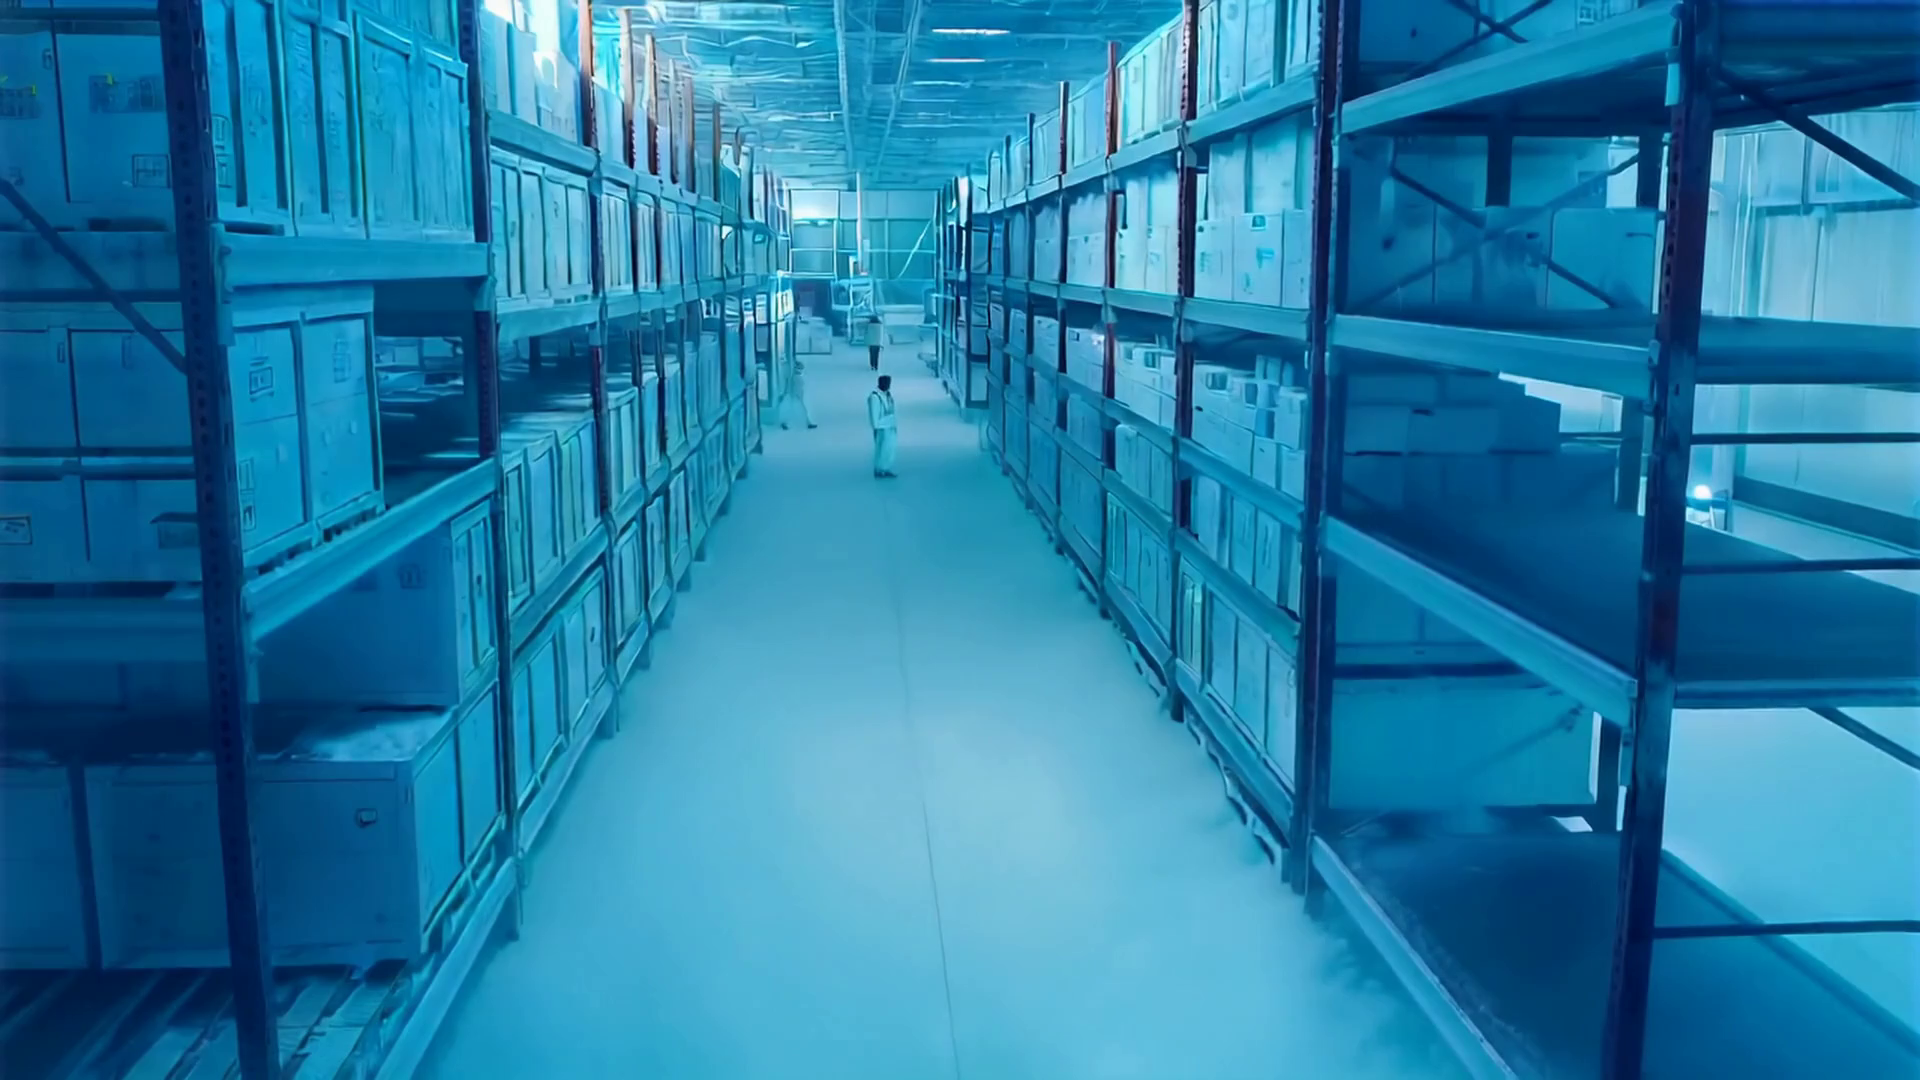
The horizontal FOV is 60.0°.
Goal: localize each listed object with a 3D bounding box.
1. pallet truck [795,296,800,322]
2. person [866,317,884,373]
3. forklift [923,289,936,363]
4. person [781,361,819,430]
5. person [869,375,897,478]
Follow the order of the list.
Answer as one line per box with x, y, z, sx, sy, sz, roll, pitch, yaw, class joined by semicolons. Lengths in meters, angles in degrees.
-8.622;-12.439;91.403;1.885;1.965;0.823;2;10;13;pallet truck
-2.980;-6.827;58.020;0.630;1.958;0.972;-2;10;-14;person
-0.831;-8.178;63.318;1.129;2.768;1.873;-1;10;-3;forklift
-3.701;-3.290;37.963;0.856;1.591;0.516;0;10;-2;person
-1.353;-2.026;29.699;0.429;1.837;0.627;7;12;36;person
